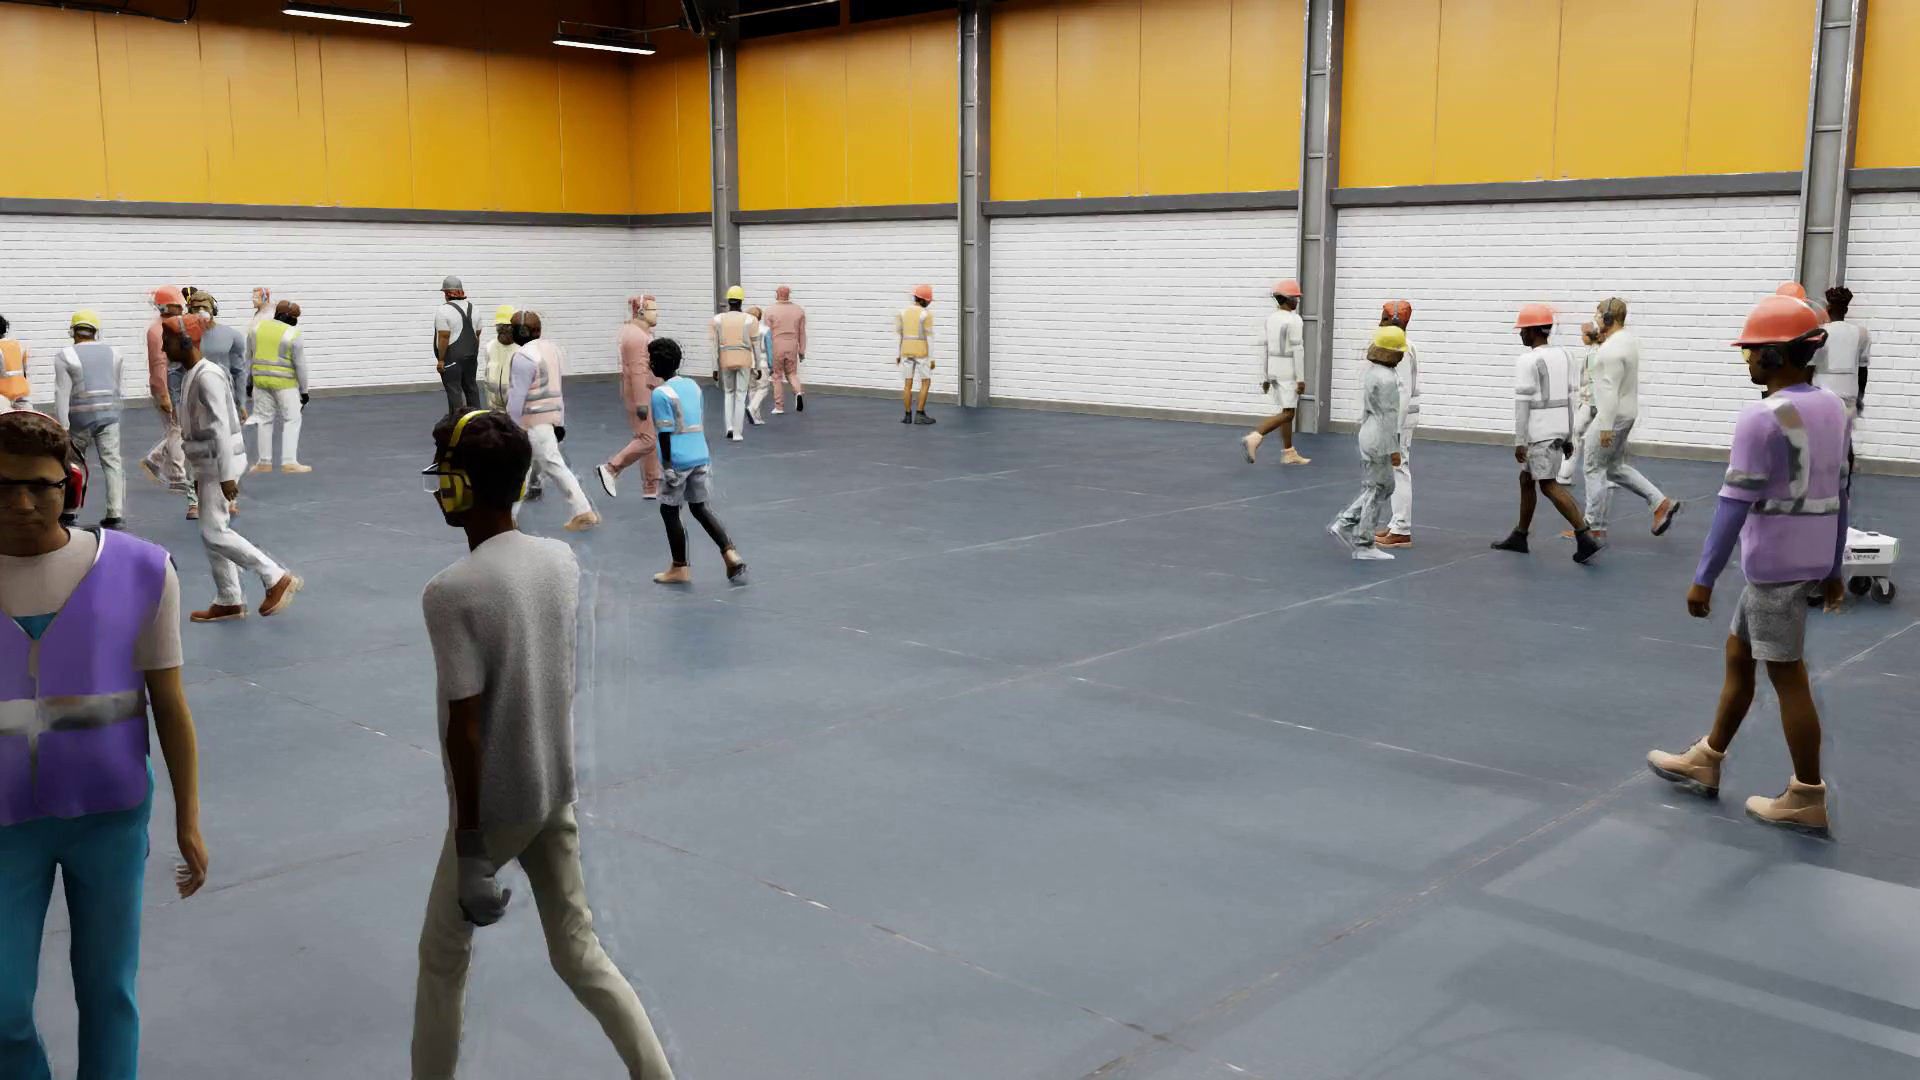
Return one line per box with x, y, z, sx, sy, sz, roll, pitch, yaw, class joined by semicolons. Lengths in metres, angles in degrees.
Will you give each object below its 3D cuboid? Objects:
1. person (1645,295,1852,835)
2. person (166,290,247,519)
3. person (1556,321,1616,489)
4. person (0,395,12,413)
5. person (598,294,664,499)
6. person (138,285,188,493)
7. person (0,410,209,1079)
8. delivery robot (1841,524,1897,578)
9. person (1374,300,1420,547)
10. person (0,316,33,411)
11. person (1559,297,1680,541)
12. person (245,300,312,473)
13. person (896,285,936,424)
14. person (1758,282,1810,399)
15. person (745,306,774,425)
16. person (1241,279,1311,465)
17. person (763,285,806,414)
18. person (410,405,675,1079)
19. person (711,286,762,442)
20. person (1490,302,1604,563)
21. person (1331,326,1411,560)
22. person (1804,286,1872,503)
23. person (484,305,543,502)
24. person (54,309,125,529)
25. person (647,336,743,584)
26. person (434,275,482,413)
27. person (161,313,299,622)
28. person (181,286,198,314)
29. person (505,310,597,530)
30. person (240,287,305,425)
3.008;0.079;6.408;0.642;2.008;0.908;-7;12;-38;person
-6.396;-1.148;14.164;0.627;1.941;0.373;-4;10;-24;person
6.043;-1.304;16.114;0.740;1.609;0.538;7;11;35;person
-6.207;-0.400;10.614;0.818;1.600;0.513;4;10;25;person
-2.934;-1.288;15.165;0.641;1.891;0.657;-1;9;-3;person
-7.497;-1.418;15.708;0.584;1.973;0.620;0;9;0;person
-1.977;0.624;3.652;0.573;1.822;0.445;-5;10;-27;person
5.578;0.071;10.636;0.707;0.478;0.477;0;9;-2;delivery robot
3.337;-0.884;12.714;0.337;1.882;0.583;2;10;14;person
-9.669;-1.456;16.845;0.528;1.666;0.593;3;10;17;person
5.149;-0.919;12.881;0.759;1.917;0.645;5;11;30;person
-7.124;-1.586;17.297;0.735;1.807;0.433;2;9;10;person
-0.608;-2.520;22.717;0.633;1.904;0.350;5;10;28;person
7.825;-1.454;15.873;0.397;1.990;0.622;3;10;16;person
-2.773;-2.327;22.334;0.521;1.618;0.592;4;10;21;person
3.397;-1.773;17.753;0.845;2.024;0.616;-3;10;-19;person
-2.552;-2.762;24.221;0.648;1.887;0.538;-5;11;-29;person
-1.000;0.606;3.811;0.955;1.835;0.521;5;11;28;person
-2.744;-2.169;20.504;0.601;1.905;0.504;1;9;4;person
4.323;-0.779;12.101;0.552;1.894;0.943;-8;12;-39;person
3.018;-0.689;12.043;0.412;1.717;0.494;0;9;2;person
7.911;-1.314;15.094;0.612;1.963;0.363;0;9;1;person
-4.023;-1.199;14.901;0.621;1.790;0.907;2;10;14;person
-7.193;-0.992;13.675;0.880;1.779;0.603;7;11;36;person
-1.784;-0.520;11.117;0.580;1.671;0.545;4;10;23;person
-6.418;-2.333;21.115;0.535;2.000;0.684;5;11;29;person
-4.413;-0.421;9.949;0.556;1.864;0.595;-6;11;-32;person
-10.863;-2.645;23.551;0.329;1.874;0.518;-7;12;-37;person
-3.408;-0.956;13.468;0.990;1.797;0.631;1;9;3;person
-9.497;-2.540;22.865;0.858;1.881;0.638;-6;11;-34;person
